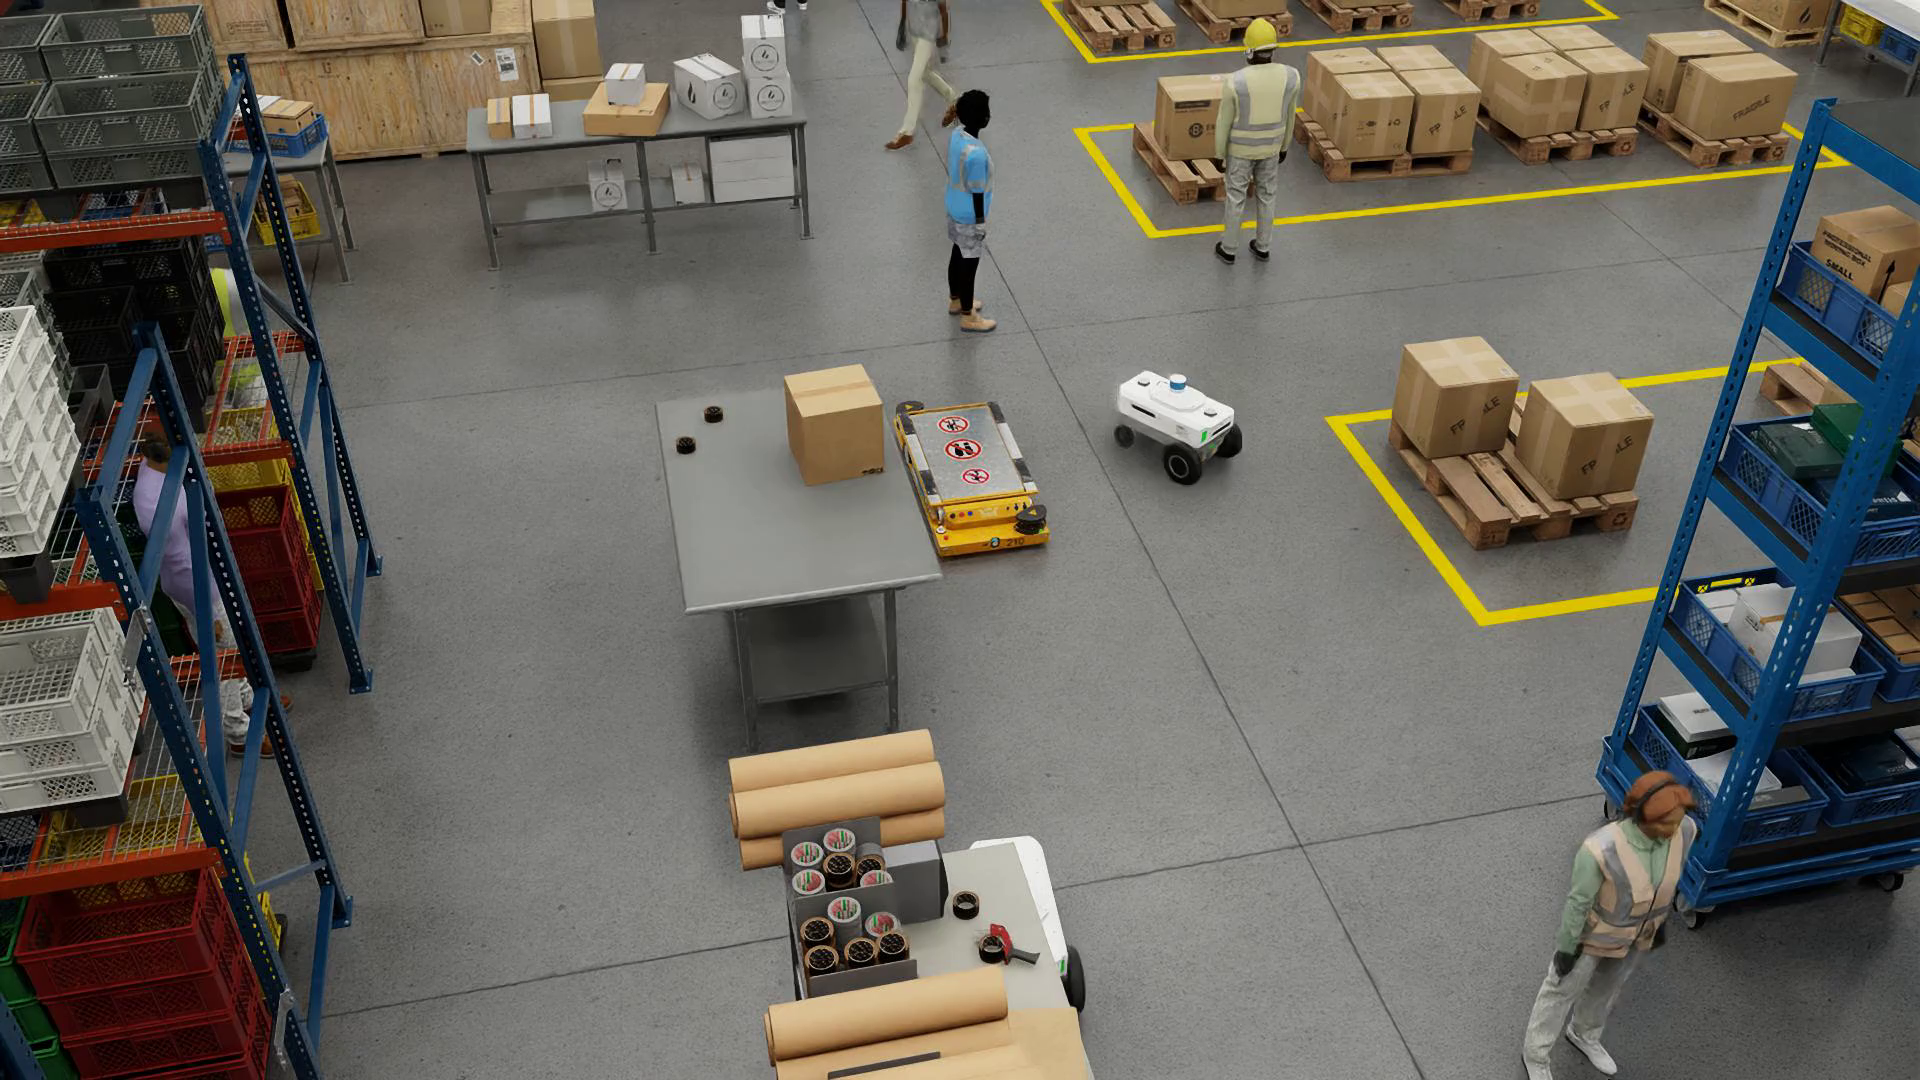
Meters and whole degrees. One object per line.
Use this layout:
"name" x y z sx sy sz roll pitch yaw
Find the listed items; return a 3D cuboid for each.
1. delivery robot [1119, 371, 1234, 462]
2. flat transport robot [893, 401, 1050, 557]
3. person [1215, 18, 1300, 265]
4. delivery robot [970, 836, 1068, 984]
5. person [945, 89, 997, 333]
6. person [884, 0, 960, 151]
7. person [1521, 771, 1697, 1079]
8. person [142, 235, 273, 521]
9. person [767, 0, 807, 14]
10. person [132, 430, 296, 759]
"delivery robot" 1.330 -0.794 10.286 0.707 0.478 0.477 30 46 34
"flat transport robot" 0.046 -0.430 10.108 0.652 0.197 1.431 -8 37 -10
"person" 2.126 -2.876 12.107 0.595 1.827 0.403 -7 37 -10
"delivery robot" 0.234 1.591 7.081 0.477 0.478 0.707 -5 37 -6
"person" 0.067 -2.254 11.371 0.322 1.696 0.536 -9 38 -12
"person" -0.288 -4.262 13.961 0.912 1.840 0.523 -23 42 -28
"person" 2.487 1.503 6.371 0.532 1.635 0.317 -14 39 -19
"person" -4.205 -0.942 9.496 0.627 1.836 0.429 -16 40 -21
"person" -1.759 -6.221 16.520 0.593 1.922 0.391 -16 40 -20
"person" -3.561 0.202 7.872 0.372 1.940 0.630 -10 38 -13
